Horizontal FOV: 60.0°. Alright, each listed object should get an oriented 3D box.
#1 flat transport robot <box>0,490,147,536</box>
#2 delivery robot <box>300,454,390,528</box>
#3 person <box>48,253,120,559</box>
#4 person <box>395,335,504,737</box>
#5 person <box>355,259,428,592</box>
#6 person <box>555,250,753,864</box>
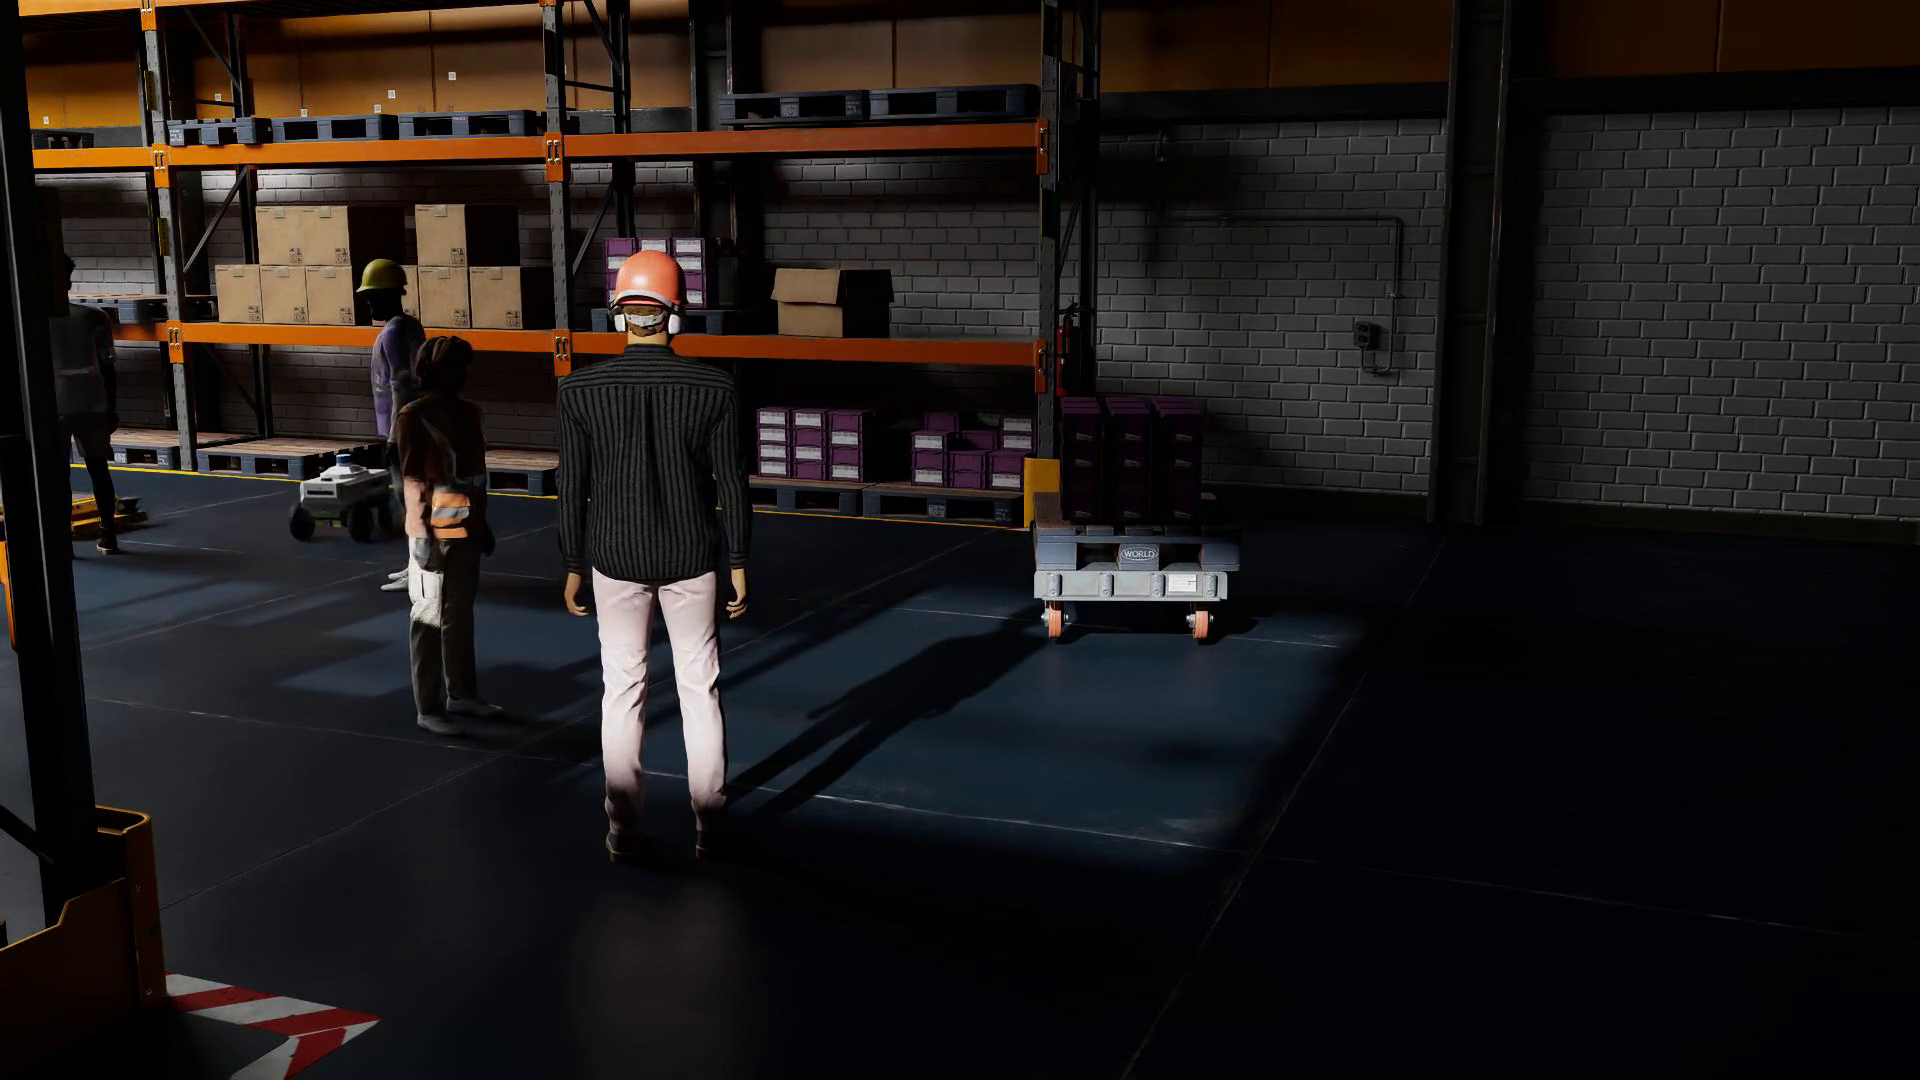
[{"bbox_3d":[-6.562,-0.203,11.724,1.431,0.197,0.652,3,11,17],"label":"flat transport robot"},{"bbox_3d":[-4.238,-0.348,11.477,0.477,0.478,0.707,1,10,7],"label":"delivery robot"},{"bbox_3d":[-5.691,-0.854,10.623,0.367,1.966,0.606,10,14,43],"label":"person"},{"bbox_3d":[-2.126,-0.025,6.911,0.312,1.642,0.512,3,11,17],"label":"person"},{"bbox_3d":[-3.259,-0.659,9.652,0.386,1.922,0.594,-2,10,-10],"label":"person"},{"bbox_3d":[-0.986,0.065,5.422,0.625,1.992,0.389,-1,10,-6],"label":"person"}]
